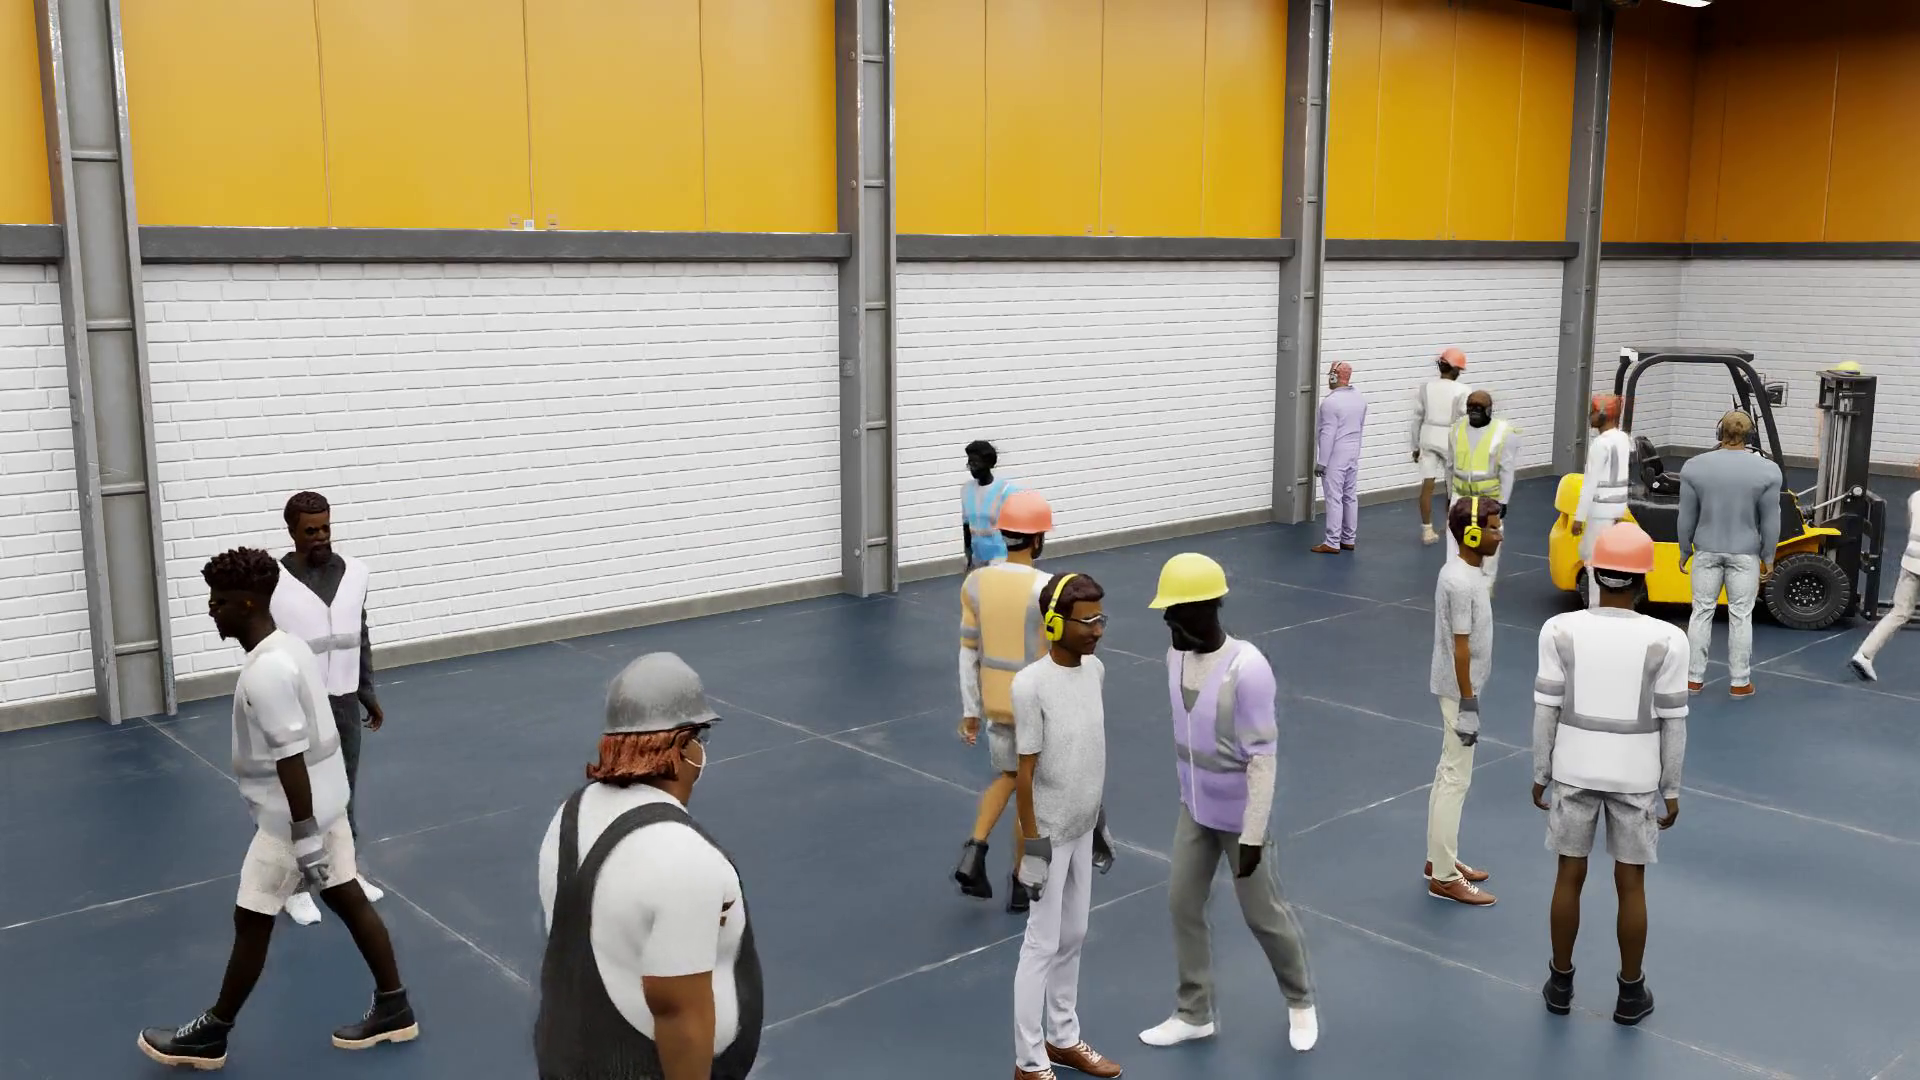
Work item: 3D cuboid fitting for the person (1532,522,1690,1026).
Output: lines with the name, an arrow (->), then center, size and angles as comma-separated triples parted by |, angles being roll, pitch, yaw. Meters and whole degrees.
person -> 2.494, 0.892, 6.420 | 0.549, 1.936, 0.376 | 5, 11, 26

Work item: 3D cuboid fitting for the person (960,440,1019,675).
person -> 0.201, 0.120, 11.746 | 0.623, 1.658, 0.548 | -9, 13, -42

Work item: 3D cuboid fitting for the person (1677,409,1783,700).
person -> 5.104, 0.096, 11.076 | 0.631, 1.939, 0.369 | 6, 11, 31

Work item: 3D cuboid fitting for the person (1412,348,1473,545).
person -> 5.012, -0.977, 17.194 | 0.643, 1.987, 0.995 | 7, 12, 34

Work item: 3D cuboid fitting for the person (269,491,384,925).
person -> -2.882, 0.726, 7.445 | 0.375, 1.917, 0.599 | 7, 12, 35

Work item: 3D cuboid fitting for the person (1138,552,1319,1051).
person -> 1.035, 0.966, 6.171 | 0.715, 1.888, 0.605 | -6, 11, -30

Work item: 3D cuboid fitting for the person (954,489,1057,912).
person -> 0.255, 0.735, 7.386 | 0.552, 1.922, 0.474 | 7, 12, 37

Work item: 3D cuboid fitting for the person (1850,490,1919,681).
person -> 6.587, 0.208, 11.438 | 0.802, 1.605, 0.516 | -2, 10, -11

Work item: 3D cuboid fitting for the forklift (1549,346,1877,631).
forklift -> 6.109, -0.478, 13.691 | 2.313, 2.155, 1.214 | 3, 10, 16

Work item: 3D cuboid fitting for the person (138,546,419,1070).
person -> -2.497, 0.974, 6.030 | 1.000, 1.898, 0.616 | -2, 10, -11

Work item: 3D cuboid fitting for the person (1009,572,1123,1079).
person -> 0.374, 1.032, 5.806 | 0.328, 1.870, 0.510 | 7, 12, 34

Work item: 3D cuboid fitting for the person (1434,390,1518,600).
person -> 4.347, -0.353, 14.059 | 0.648, 1.809, 0.797 | 8, 12, 38

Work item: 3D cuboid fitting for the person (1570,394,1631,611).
person -> 5.027, -0.220, 13.103 | 0.403, 1.872, 0.595 | 8, 12, 38

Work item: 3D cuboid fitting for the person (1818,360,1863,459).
person -> 8.654, -0.801, 16.361 | 0.377, 1.924, 0.592 | 0, 10, 2

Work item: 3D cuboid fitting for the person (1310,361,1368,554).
person -> 3.737, -0.817, 16.508 | 0.639, 1.911, 0.406 | -9, 13, -42

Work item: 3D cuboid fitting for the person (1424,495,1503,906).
person -> 2.324, 0.720, 7.627 | 0.328, 1.872, 0.511 | 2, 10, 13
